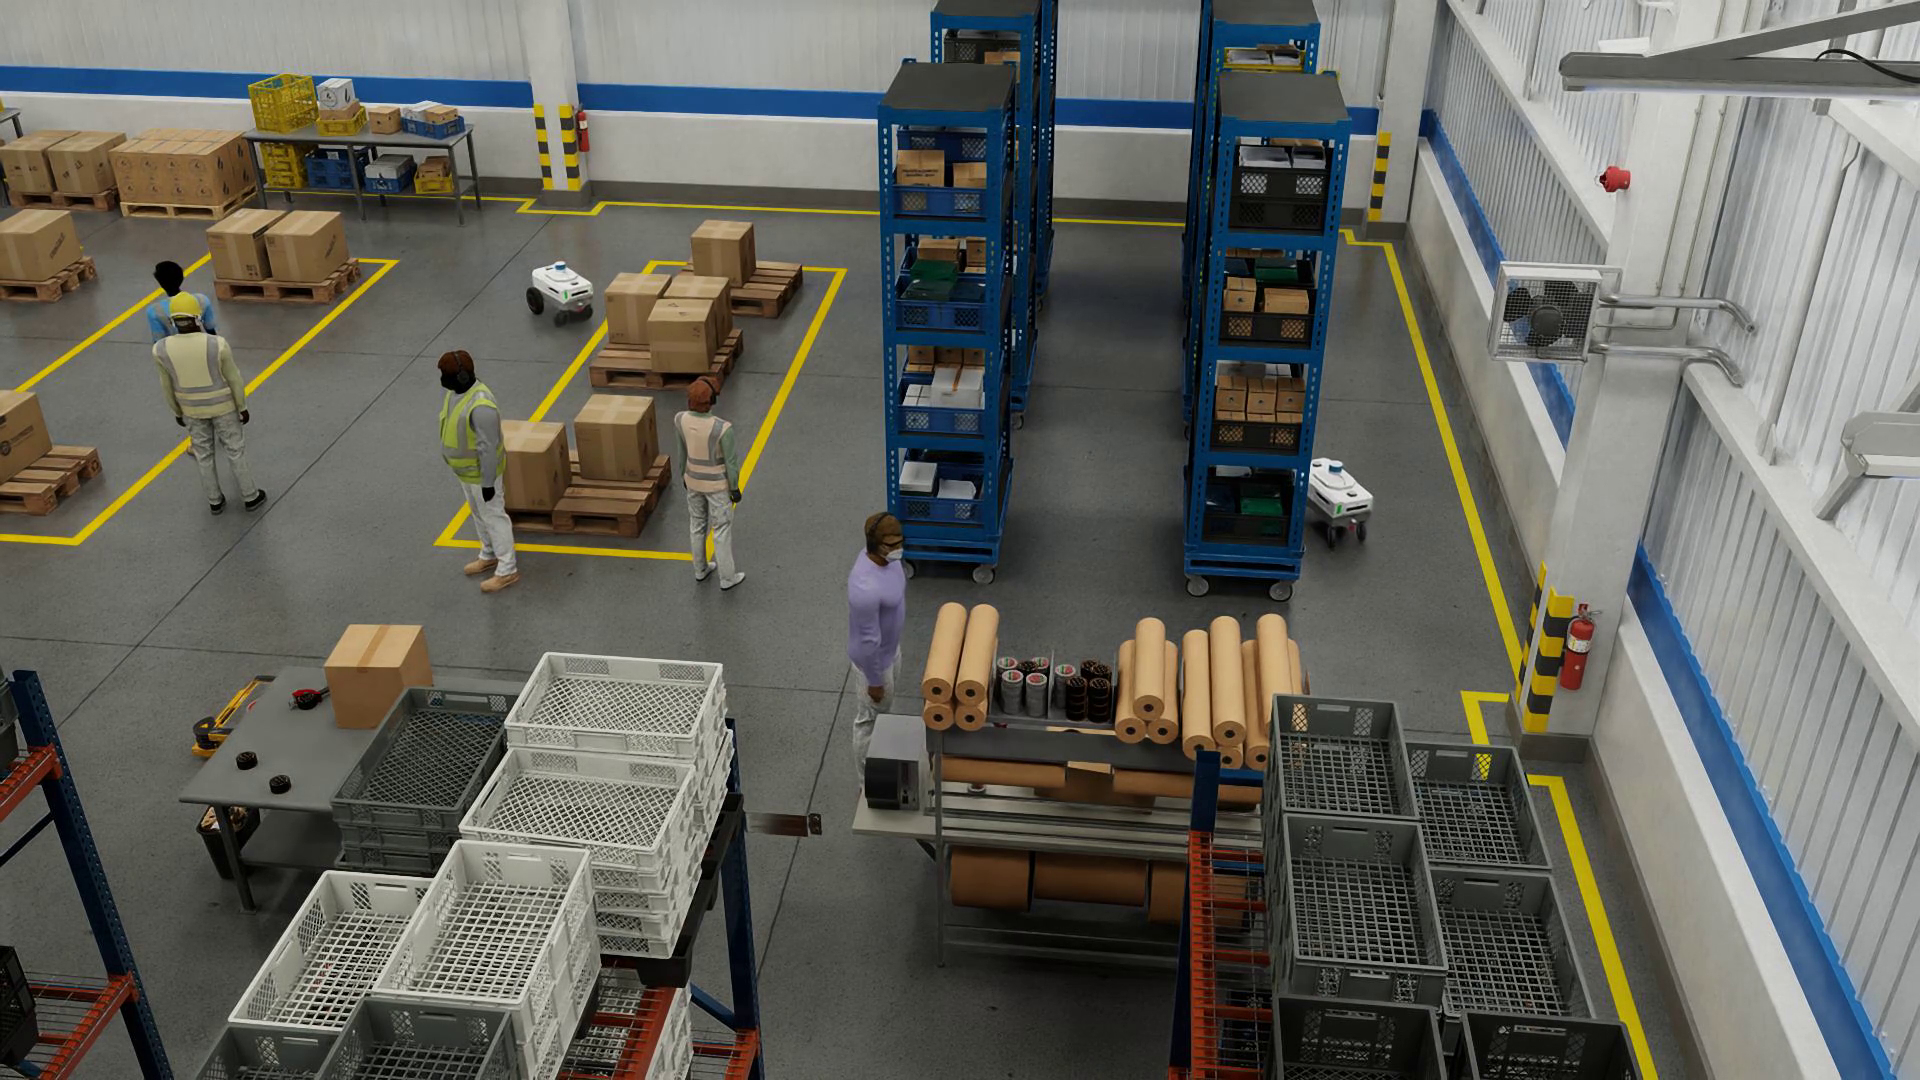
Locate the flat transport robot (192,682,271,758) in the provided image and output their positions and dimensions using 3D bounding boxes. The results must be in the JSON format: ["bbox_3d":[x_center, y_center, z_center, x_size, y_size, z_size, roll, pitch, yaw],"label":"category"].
[{"bbox_3d":[-4.089,1.163,10.648,1.431,0.197,0.652,3,30,6],"label":"flat transport robot"}]

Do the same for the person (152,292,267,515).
[{"bbox_3d":[-5.827,-1.049,12.914,0.586,1.825,0.403,-4,30,-7],"label":"person"}]

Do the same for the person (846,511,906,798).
[{"bbox_3d":[-0.473,0.685,9.828,0.375,1.936,0.627,4,30,7],"label":"person"}]

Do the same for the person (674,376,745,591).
[{"bbox_3d":[-1.808,-0.403,11.996,0.514,1.634,0.313,16,34,25],"label":"person"}]

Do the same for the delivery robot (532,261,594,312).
[{"bbox_3d":[-3.977,-2.545,16.647,0.477,0.478,0.707,-24,38,-34],"label":"delivery robot"}]

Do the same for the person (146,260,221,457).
[{"bbox_3d":[-6.396,-1.501,13.824,0.530,1.690,0.318,-26,39,-37],"label":"person"}]

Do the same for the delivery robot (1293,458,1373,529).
[{"bbox_3d":[2.897,-0.382,12.932,0.477,0.478,0.707,-11,32,-17],"label":"delivery robot"}]

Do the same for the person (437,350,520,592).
[{"bbox_3d":[-3.489,-0.514,11.992,0.428,1.836,0.615,-20,35,-30],"label":"person"}]
